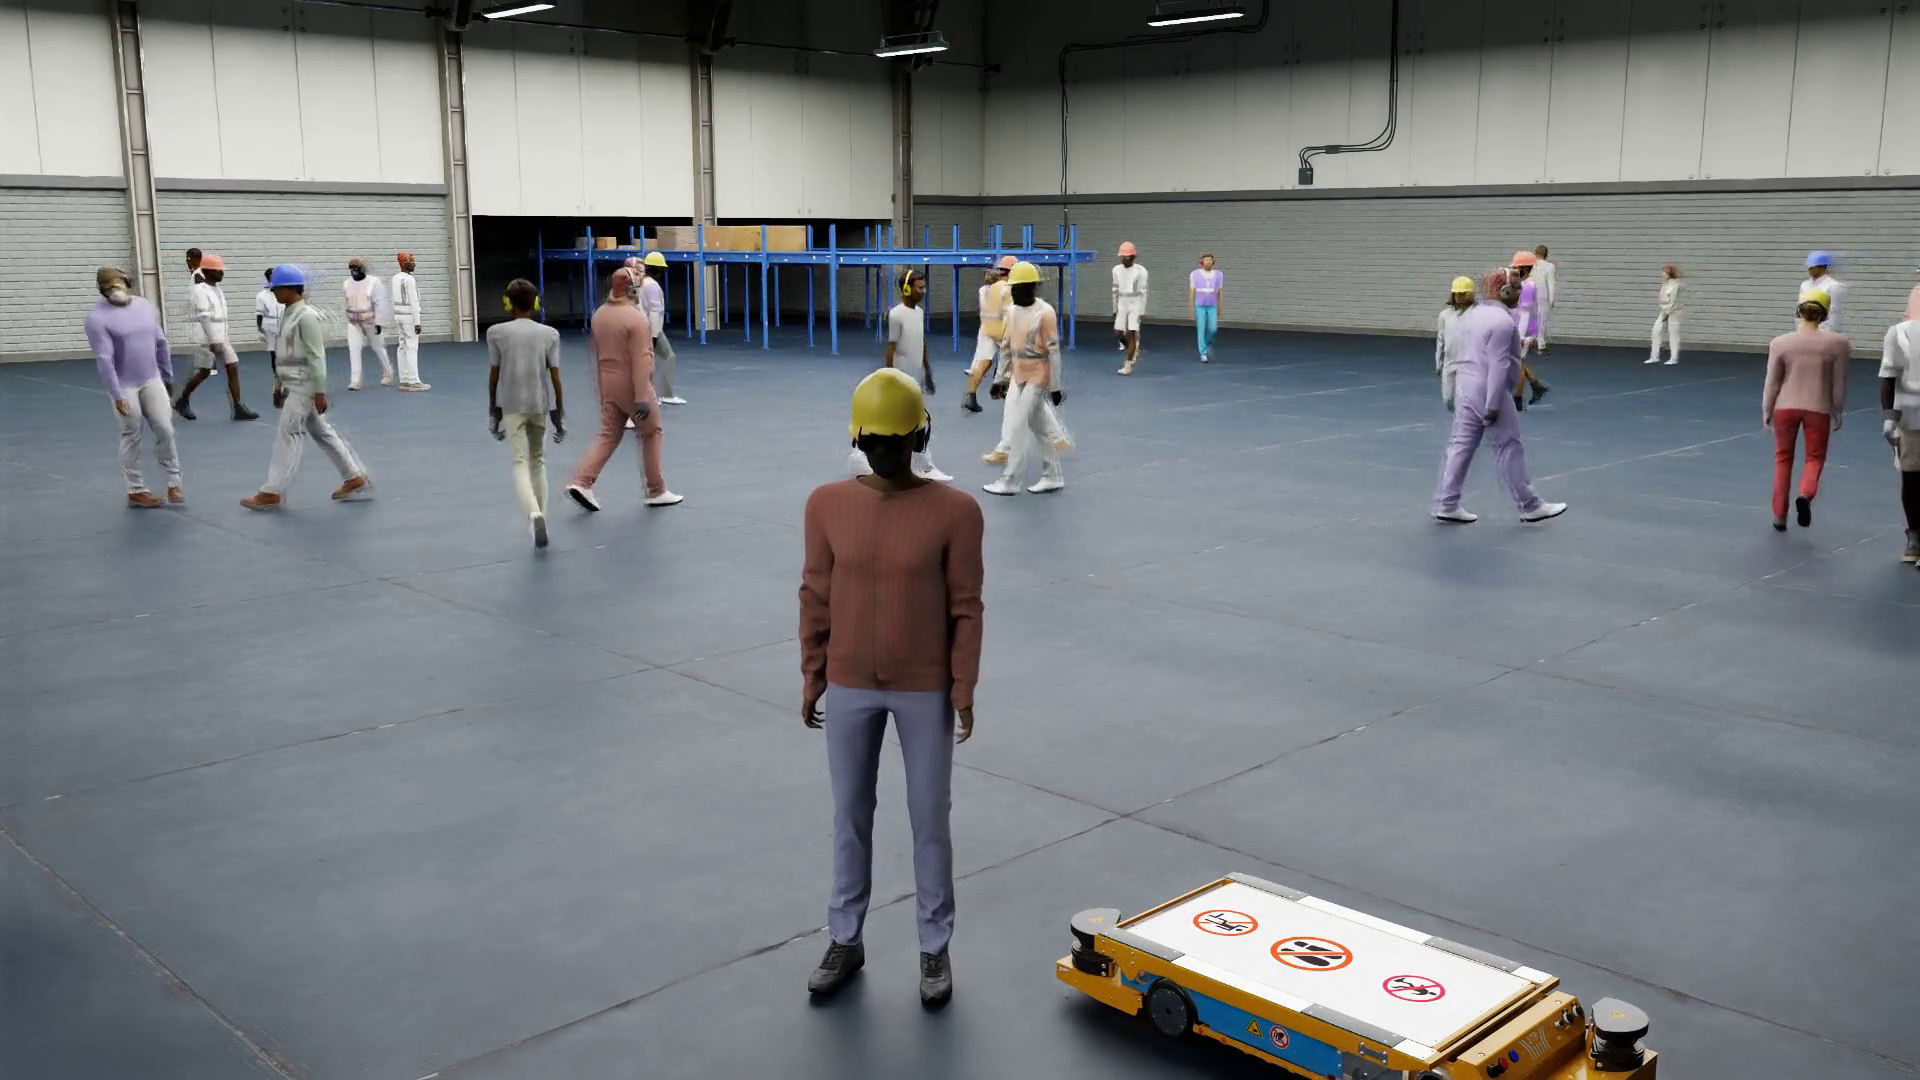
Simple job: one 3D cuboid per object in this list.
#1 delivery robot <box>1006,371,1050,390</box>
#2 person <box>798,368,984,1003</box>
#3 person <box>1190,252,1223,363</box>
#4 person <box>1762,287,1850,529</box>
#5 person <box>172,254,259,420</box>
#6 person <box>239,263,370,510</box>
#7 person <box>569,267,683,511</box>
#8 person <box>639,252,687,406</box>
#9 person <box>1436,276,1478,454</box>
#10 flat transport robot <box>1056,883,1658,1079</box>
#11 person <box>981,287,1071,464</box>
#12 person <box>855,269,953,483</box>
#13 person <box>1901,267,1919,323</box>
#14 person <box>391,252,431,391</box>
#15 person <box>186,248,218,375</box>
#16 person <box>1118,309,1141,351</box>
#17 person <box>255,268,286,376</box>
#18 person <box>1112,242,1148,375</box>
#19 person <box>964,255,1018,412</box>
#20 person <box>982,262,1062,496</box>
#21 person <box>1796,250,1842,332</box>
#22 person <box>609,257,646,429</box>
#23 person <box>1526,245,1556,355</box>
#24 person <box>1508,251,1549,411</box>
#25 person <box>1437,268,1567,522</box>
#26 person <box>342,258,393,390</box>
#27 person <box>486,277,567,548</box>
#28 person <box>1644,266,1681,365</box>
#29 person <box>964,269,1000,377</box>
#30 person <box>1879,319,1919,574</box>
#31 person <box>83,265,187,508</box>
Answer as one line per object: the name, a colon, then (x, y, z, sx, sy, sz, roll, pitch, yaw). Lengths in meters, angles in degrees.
delivery robot: (0.916, -2.162, 21.730, 0.477, 0.478, 0.707, -10, 14, -44)
person: (-0.196, 0.404, 4.590, 0.522, 1.763, 0.320, 2, 11, 11)
person: (4.120, -3.902, 27.877, 0.575, 1.830, 0.433, 0, 10, -2)
person: (5.991, -0.919, 11.829, 0.537, 1.741, 0.516, 6, 12, 29)
person: (-8.615, -2.327, 19.089, 0.926, 1.909, 0.541, 1, 10, 7)
person: (-5.171, -1.219, 13.079, 1.012, 1.899, 0.634, -7, 13, -35)
person: (-2.608, -1.165, 12.830, 0.652, 1.872, 0.923, 9, 14, 41)
person: (-3.720, -2.613, 20.665, 0.722, 1.904, 0.588, -6, 12, -28)
person: (4.968, -1.744, 16.435, 0.489, 1.722, 0.716, 9, 13, 39)
flat transport robot: (1.002, 1.205, 4.401, 0.652, 0.197, 1.431, -10, 14, -44)
person: (0.656, -1.641, 15.656, 0.951, 1.802, 0.626, -4, 11, -19)
person: (-0.505, -1.436, 14.463, 0.940, 1.833, 0.529, 5, 11, 23)
person: (10.520, -2.168, 18.277, 0.793, 1.874, 0.667, -1, 10, -6)
person: (-7.548, -2.992, 22.775, 0.351, 1.882, 0.581, -10, 14, -44)
person: (-11.547, -3.485, 25.374, 0.373, 1.914, 0.596, -4, 11, -22)
person: (3.155, -4.338, 30.829, 0.514, 1.617, 0.724, 4, 11, 20)
person: (-9.086, -2.772, 22.148, 0.550, 1.668, 0.680, -3, 11, -18)
person: (2.594, -3.524, 25.325, 0.623, 2.014, 0.683, 7, 13, 35)
person: (0.452, -2.470, 19.978, 1.031, 1.880, 0.568, -7, 12, -32)
person: (0.476, -1.301, 13.535, 0.902, 1.887, 0.594, -5, 12, -26)
person: (10.489, -2.566, 20.336, 0.587, 1.930, 0.611, -3, 11, -14)
person: (-3.676, -2.161, 18.261, 0.477, 1.875, 0.668, -3, 11, -16)
person: (10.338, -4.294, 29.722, 0.367, 1.939, 0.634, -10, 14, -44)
person: (6.839, -2.528, 20.128, 0.496, 1.925, 0.573, 3, 11, 18)
person: (3.993, -1.049, 12.213, 0.957, 1.860, 0.663, -1, 10, -6)
person: (-8.261, -3.025, 23.185, 0.623, 1.807, 0.896, 1, 10, 5)
person: (-2.950, -0.866, 11.358, 0.517, 1.837, 0.863, -5, 12, -26)
person: (11.502, -3.659, 27.150, 0.638, 1.614, 0.514, -2, 11, -8)
person: (0.410, -3.197, 24.617, 0.544, 1.599, 0.817, 8, 13, 39)
person: (6.119, -0.753, 10.501, 0.591, 1.907, 0.985, 7, 13, 35)
person: (-6.340, -1.165, 12.816, 0.632, 1.885, 0.716, 8, 13, 36)
